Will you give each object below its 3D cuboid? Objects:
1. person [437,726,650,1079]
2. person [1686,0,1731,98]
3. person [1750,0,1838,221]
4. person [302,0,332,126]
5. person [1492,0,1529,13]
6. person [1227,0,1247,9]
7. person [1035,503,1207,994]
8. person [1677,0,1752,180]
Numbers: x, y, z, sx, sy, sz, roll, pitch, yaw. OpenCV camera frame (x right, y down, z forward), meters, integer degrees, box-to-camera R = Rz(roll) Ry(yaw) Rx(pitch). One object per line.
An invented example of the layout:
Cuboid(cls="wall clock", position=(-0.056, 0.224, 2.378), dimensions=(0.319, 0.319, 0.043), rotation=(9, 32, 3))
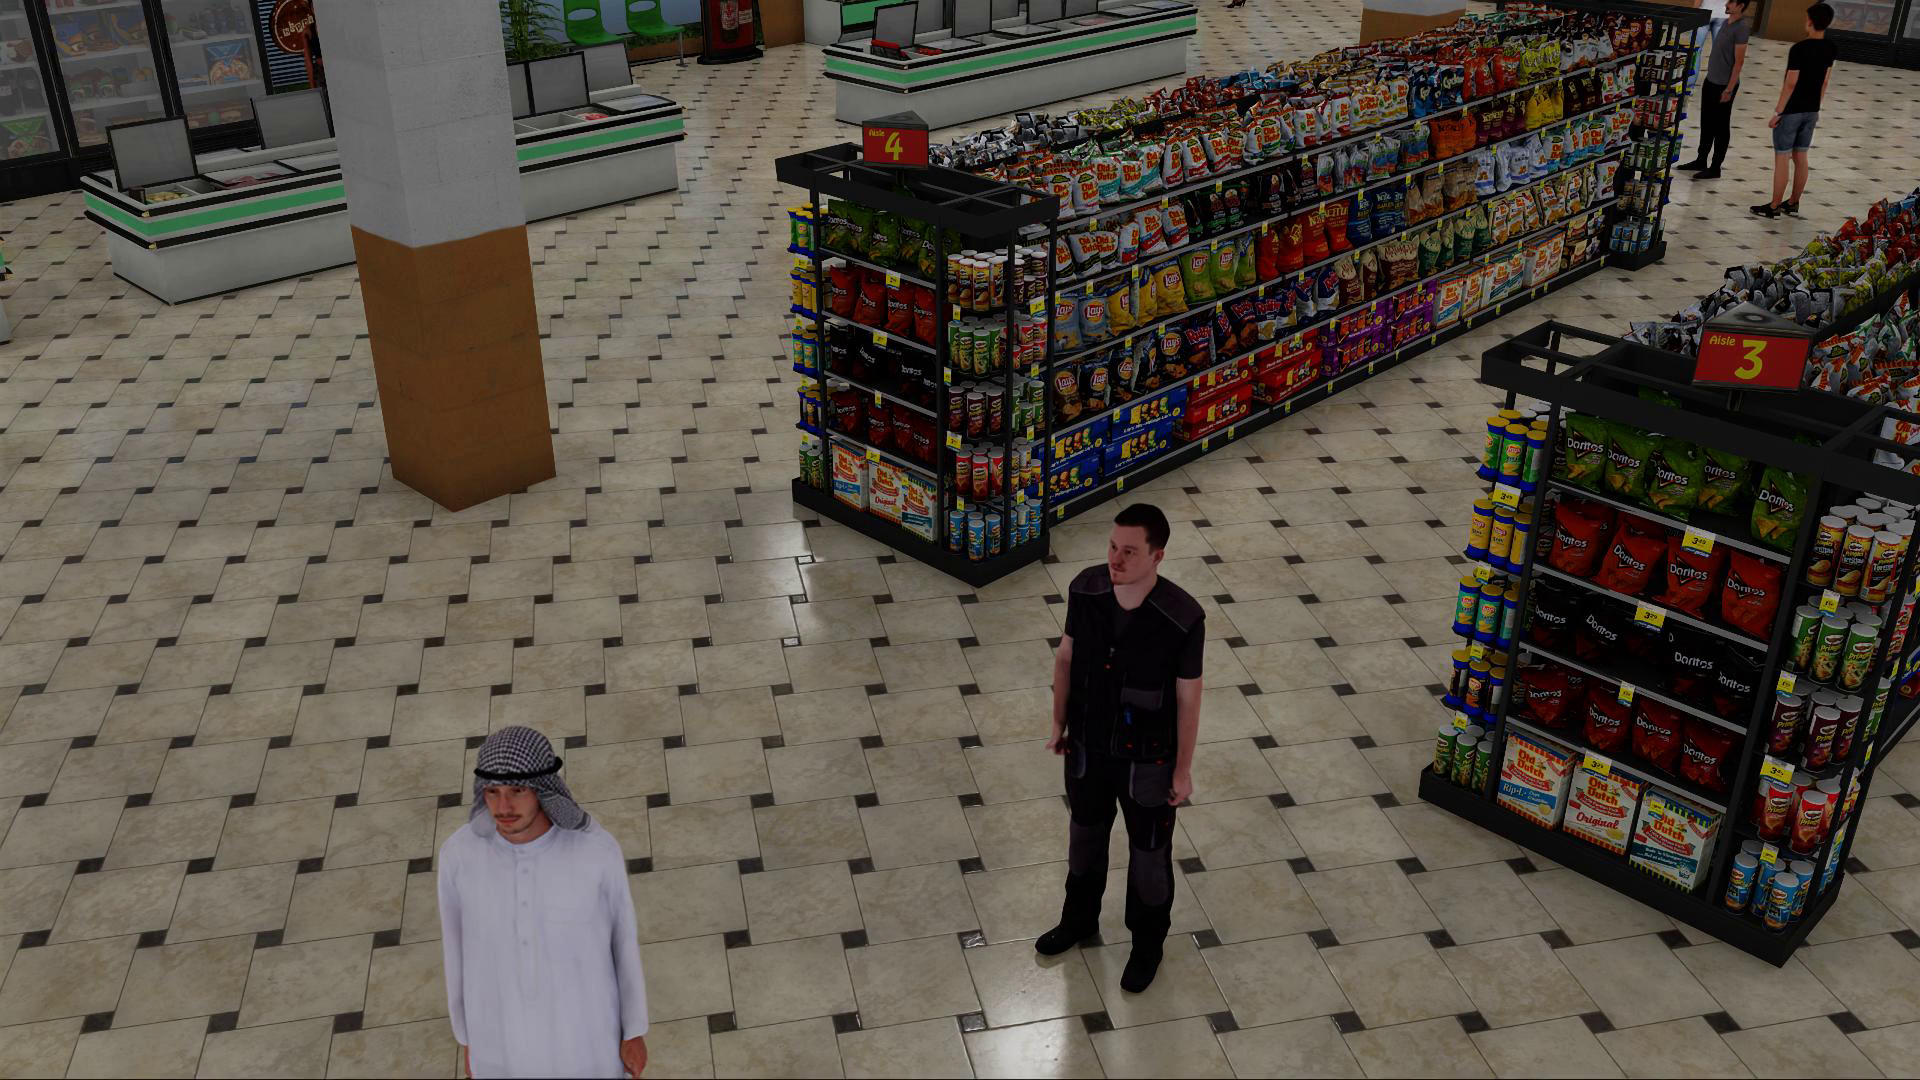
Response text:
Cuboid(cls="person", position=(-1.109, 1.328, 4.497), dimensions=(0.793, 1.926, 0.870), rotation=(-2, 27, -5))
Cuboid(cls="person", position=(8.660, -6.052, 19.116), dimensions=(0.758, 1.867, 0.784), rotation=(4, 27, 7))
Cuboid(cls="person", position=(7.384, -3.769, 14.636), dimensions=(0.645, 1.846, 0.804), rotation=(-10, 29, -19))
Cuboid(cls="person", position=(-6.075, -4.425, 16.092), dimensions=(0.569, 1.699, 0.707), rotation=(-12, 29, -22))
Cuboid(cls="person", position=(6.944, -6.905, 20.857), dimensions=(0.744, 1.813, 0.812), rotation=(-1, 27, -2))
Cuboid(cls="person", position=(4.168, -8.840, 24.709), dimensions=(0.681, 1.781, 0.504), rotation=(18, 32, 32))
Cuboid(cls="person", position=(0.570, 0.714, 5.797), dimensions=(0.757, 1.845, 0.646), rotation=(18, 32, 31))
Cuboid(cls="person", position=(7.307, -4.380, 15.942), dimensions=(0.750, 1.755, 0.702), rotation=(-1, 27, -3))
